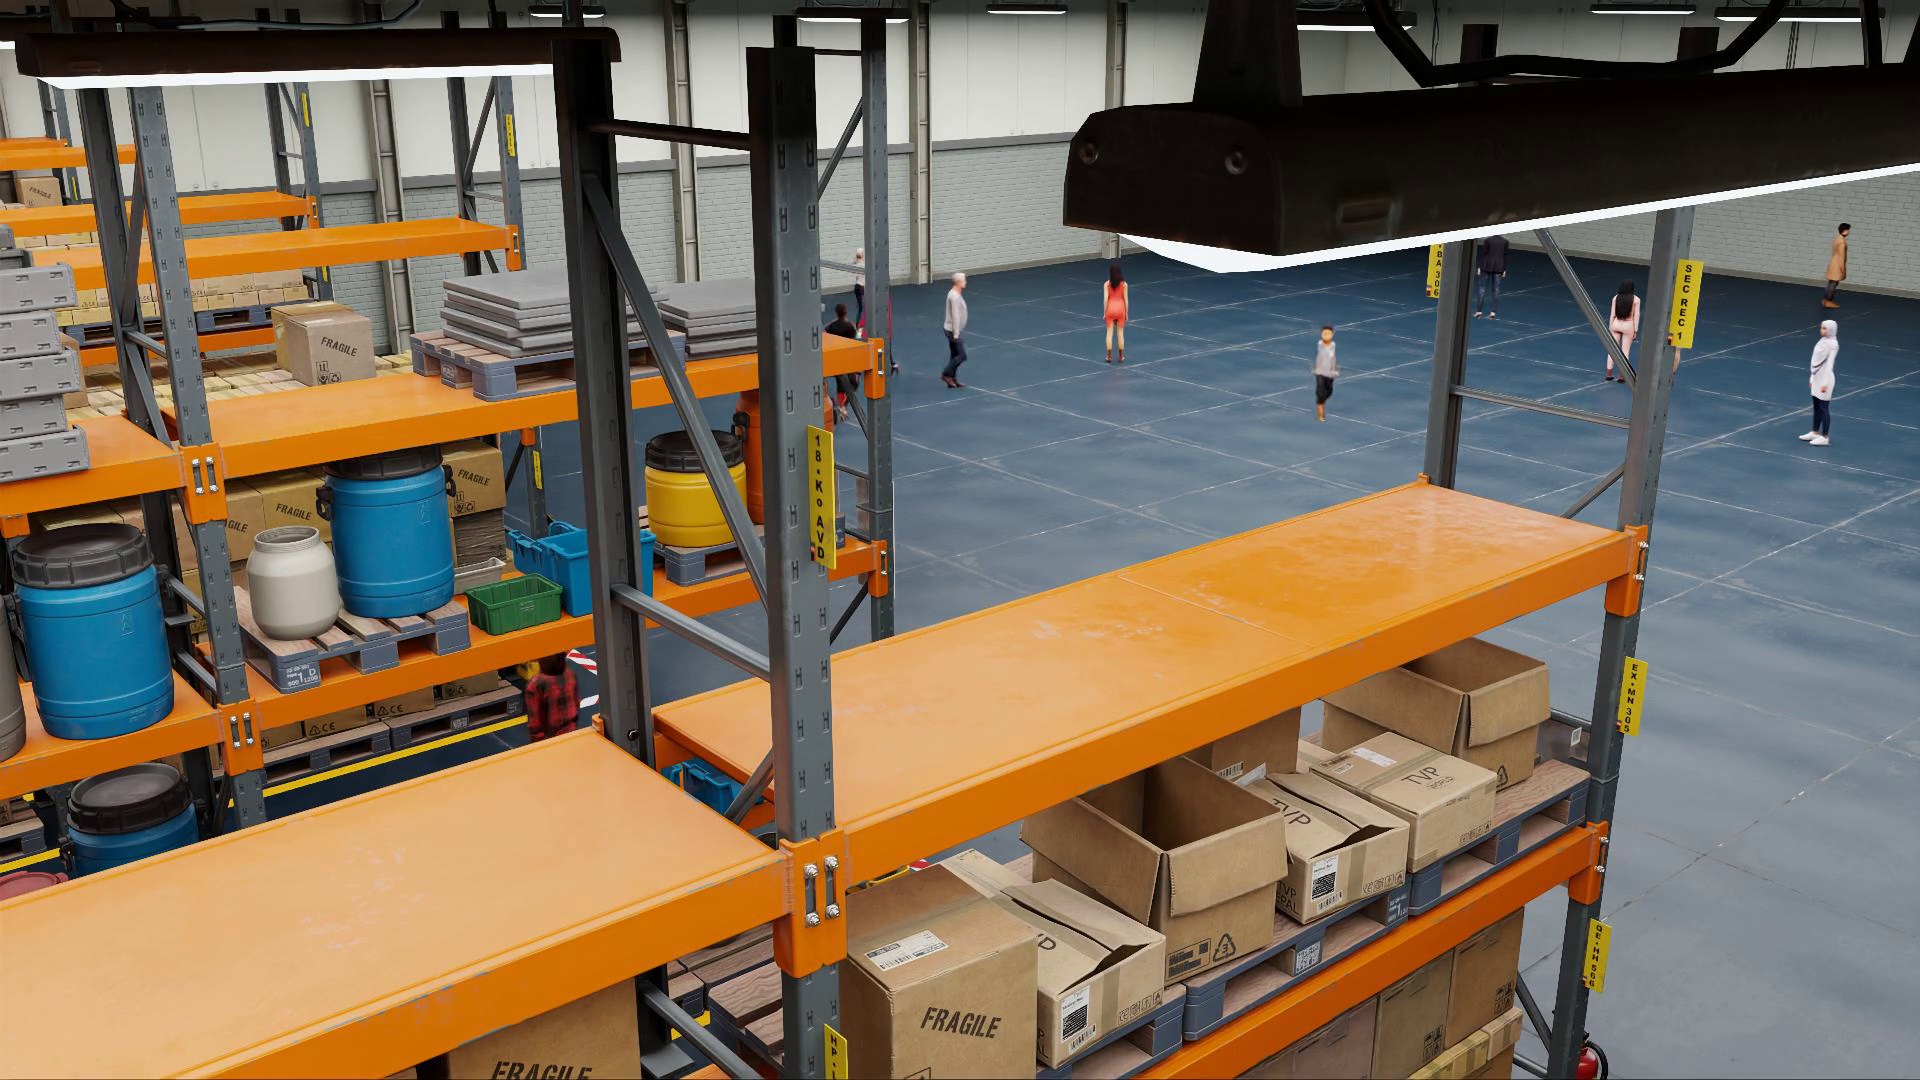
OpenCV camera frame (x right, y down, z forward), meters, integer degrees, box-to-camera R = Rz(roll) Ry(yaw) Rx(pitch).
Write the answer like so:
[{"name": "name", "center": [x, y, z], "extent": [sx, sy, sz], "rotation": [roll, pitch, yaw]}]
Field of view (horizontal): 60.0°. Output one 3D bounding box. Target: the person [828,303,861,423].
[{"name": "person", "center": [-1.767, -2.632, 24.846], "extent": [0.825, 1.802, 0.896], "rotation": [8, 20, 22]}]

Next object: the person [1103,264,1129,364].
[{"name": "person", "center": [2.718, -3.969, 29.084], "extent": [0.662, 1.721, 0.732], "rotation": [1, 18, 2]}]

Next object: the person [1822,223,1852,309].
[{"name": "person", "center": [18.083, -5.675, 34.320], "extent": [0.825, 1.722, 0.752], "rotation": [4, 18, 11]}]

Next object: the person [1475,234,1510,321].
[{"name": "person", "center": [9.543, -4.869, 29.927], "extent": [0.826, 1.783, 0.778], "rotation": [4, 18, 11]}]

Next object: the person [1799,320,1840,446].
[{"name": "person", "center": [12.325, -2.254, 23.734], "extent": [0.751, 1.773, 0.707], "rotation": [0, 18, 0]}]

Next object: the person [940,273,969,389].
[{"name": "person", "center": [-0.161, -3.377, 26.988], "extent": [0.932, 1.893, 0.894], "rotation": [-1, 18, -2]}]

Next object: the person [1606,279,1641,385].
[{"name": "person", "center": [10.976, -3.465, 27.541], "extent": [0.639, 1.717, 0.555], "rotation": [16, 24, 40]}]

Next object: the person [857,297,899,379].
[{"name": "person", "center": [-1.353, -3.515, 27.727], "extent": [1.187, 1.698, 0.907], "rotation": [-6, 19, -17]}]

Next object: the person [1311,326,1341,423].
[{"name": "person", "center": [5.554, -2.598, 25.335], "extent": [0.977, 1.434, 1.030], "rotation": [1, 18, 4]}]
